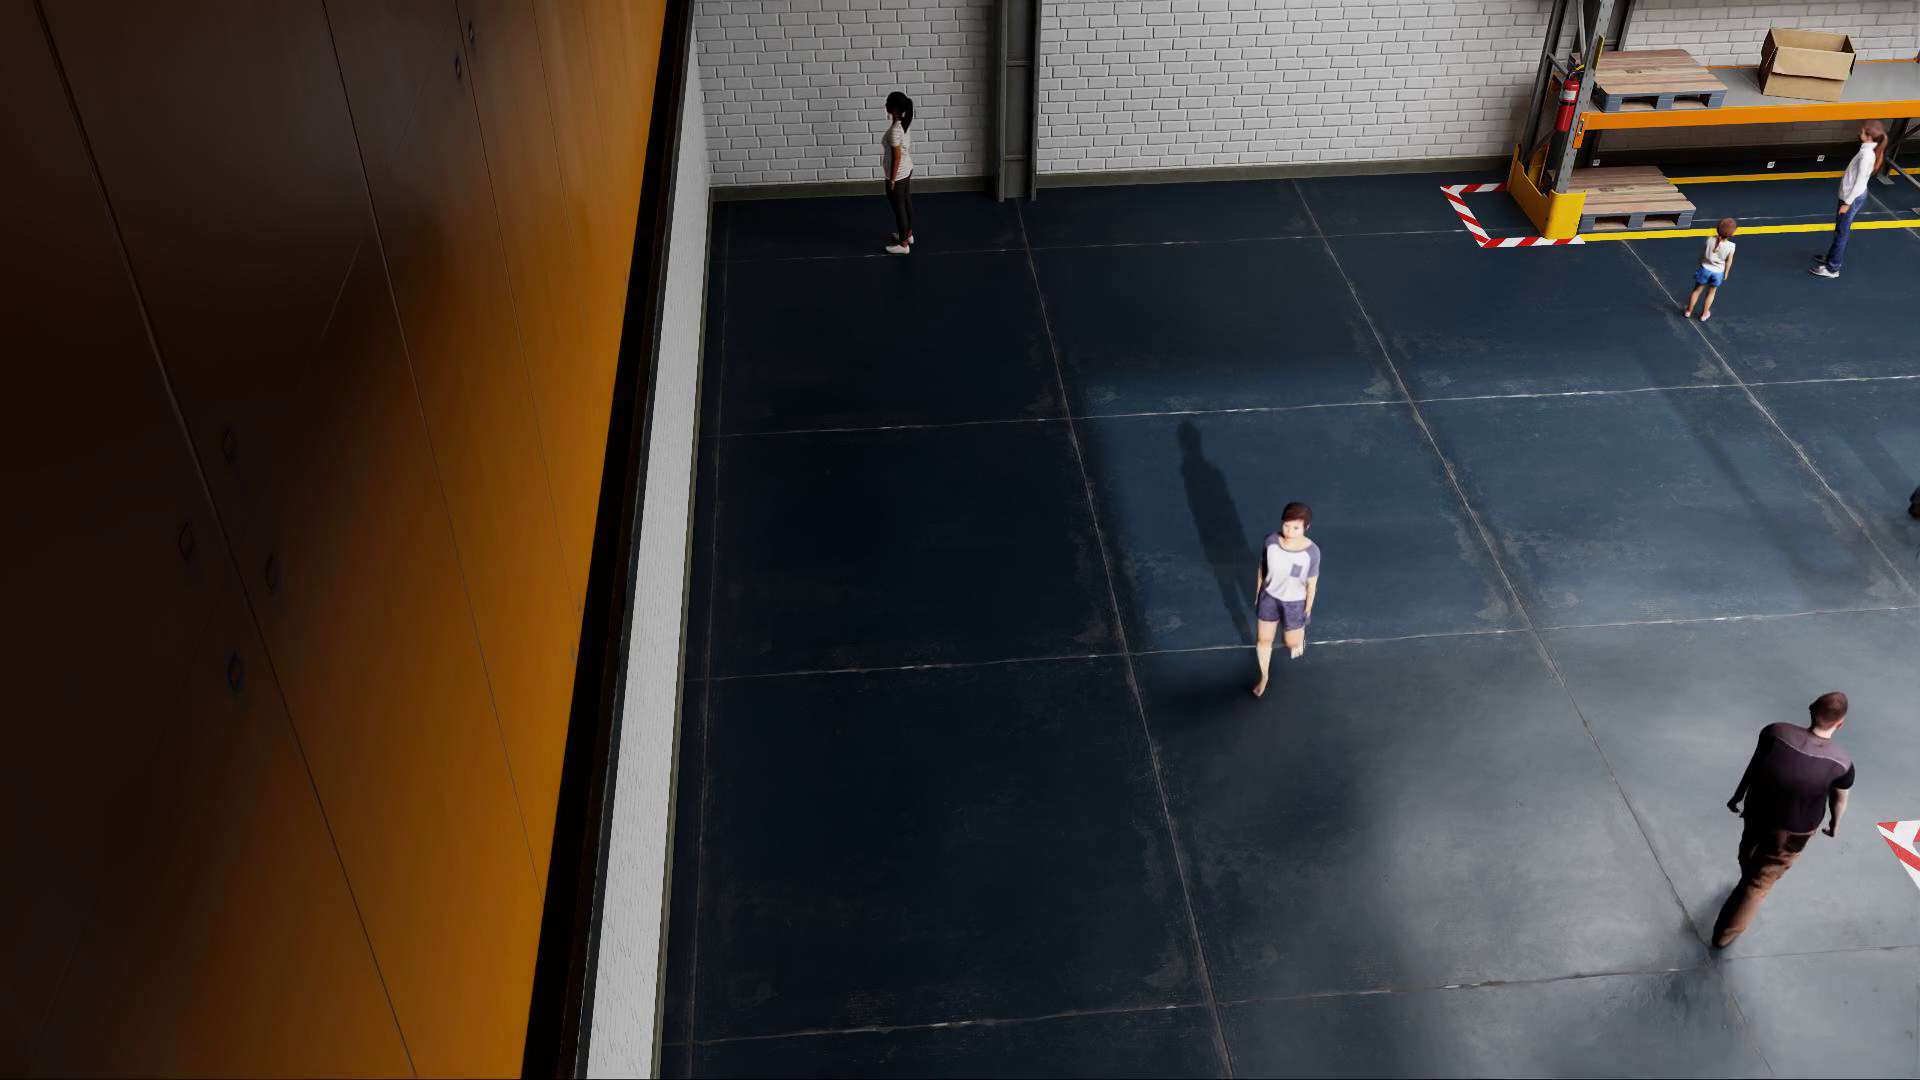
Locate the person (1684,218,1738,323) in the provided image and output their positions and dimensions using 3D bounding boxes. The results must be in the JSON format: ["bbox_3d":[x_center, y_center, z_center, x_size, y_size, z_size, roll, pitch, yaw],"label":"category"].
[{"bbox_3d":[6.907,-2.493,15.281,0.465,1.017,0.540,21,43,24],"label":"person"}]

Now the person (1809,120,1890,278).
[{"bbox_3d":[8.485,-3.256,15.805,0.656,1.556,0.619,20,43,24],"label":"person"}]

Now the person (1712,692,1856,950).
[{"bbox_3d":[4.624,1.629,9.492,1.219,1.800,1.078,-29,47,-31],"label":"person"}]

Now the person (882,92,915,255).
[{"bbox_3d":[-0.587,-3.573,16.128,0.629,1.646,0.635,9,40,11],"label":"person"}]

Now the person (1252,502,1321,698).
[{"bbox_3d":[2.223,0.347,11.298,0.845,1.549,0.859,19,42,22],"label":"person"}]
